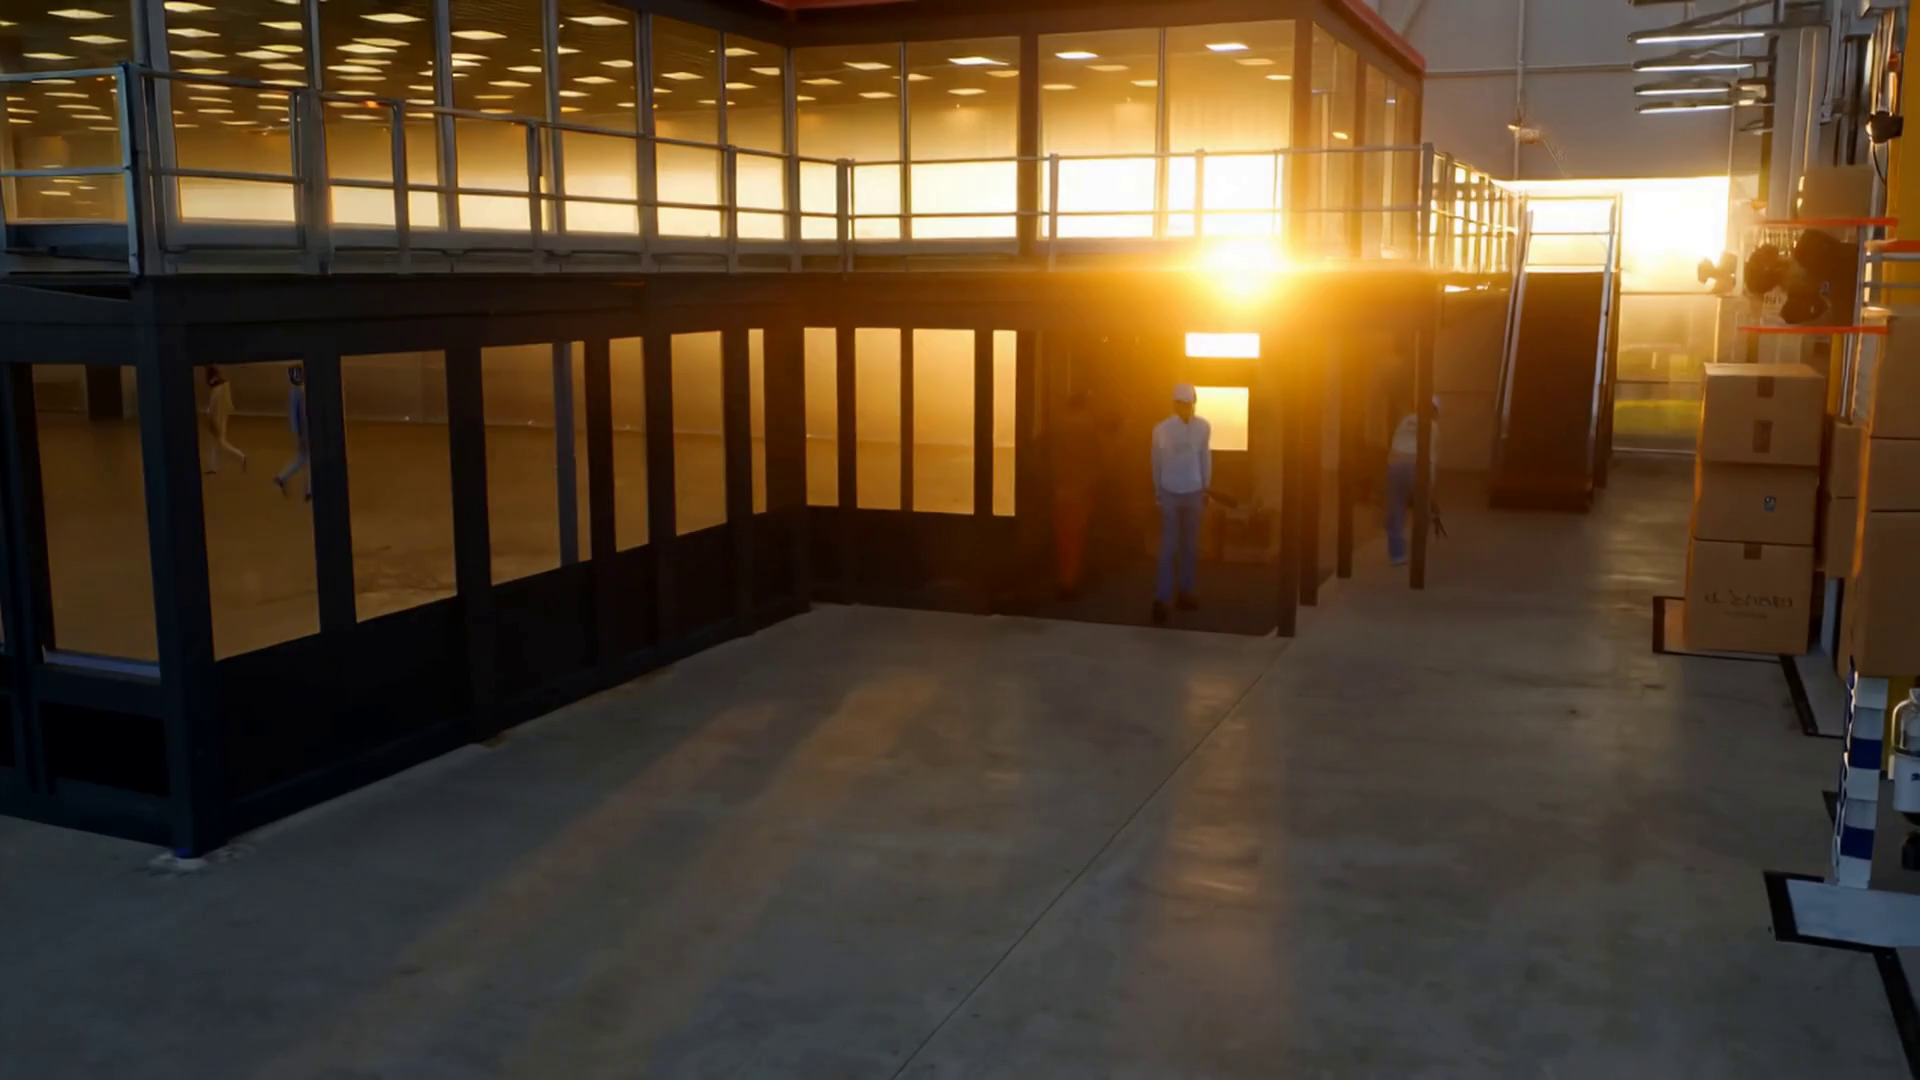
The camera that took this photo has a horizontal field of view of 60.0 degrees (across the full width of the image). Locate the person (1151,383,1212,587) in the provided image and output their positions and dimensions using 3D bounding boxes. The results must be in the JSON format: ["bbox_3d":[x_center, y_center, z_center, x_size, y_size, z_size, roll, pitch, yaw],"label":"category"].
[{"bbox_3d":[2.150,-0.528,16.083,0.616,1.986,0.408,-3,10,-18],"label":"person"}]
